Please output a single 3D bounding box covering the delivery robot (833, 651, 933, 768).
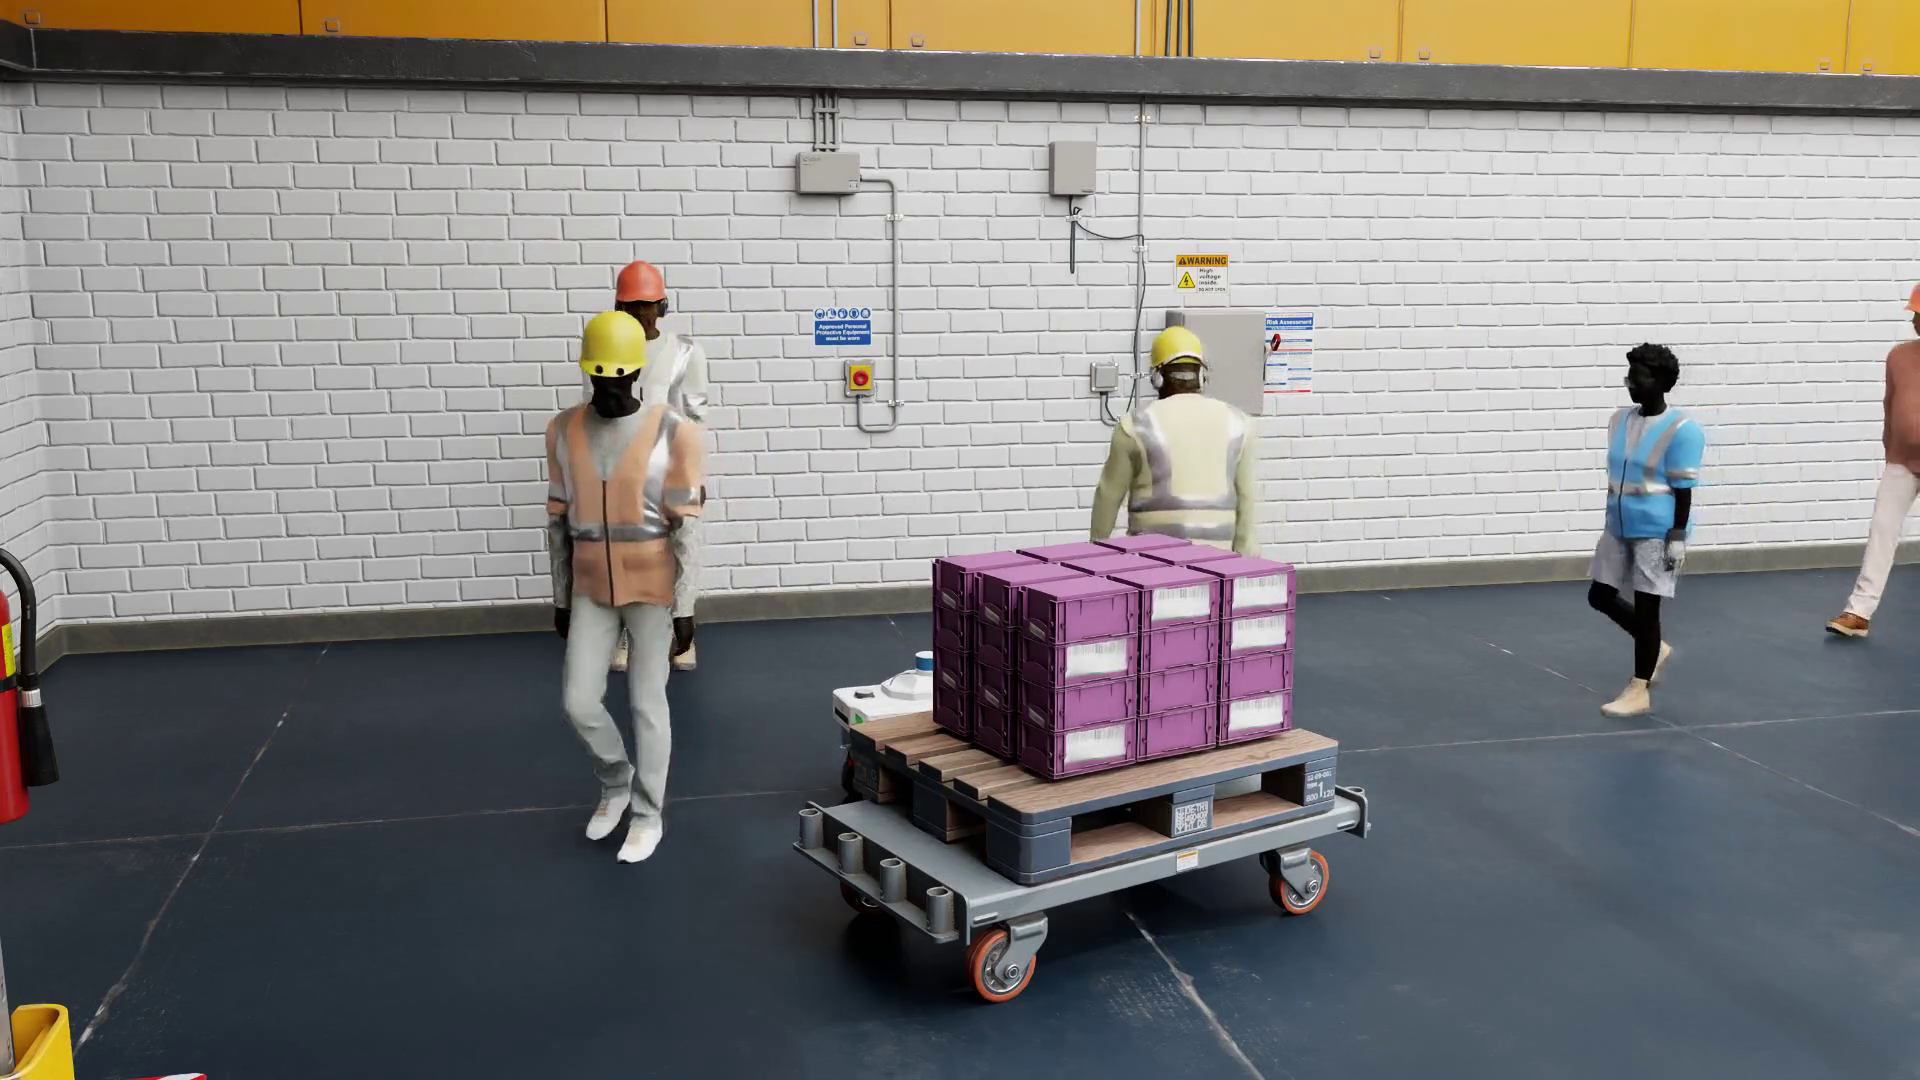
[{"bbox_3d":[-0.121,0.670,6.377,0.707,0.478,0.477,-4,11,-20],"label":"delivery robot"}]

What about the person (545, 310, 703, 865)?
[{"bbox_3d":[-1.152,0.172,5.681,0.585,1.900,0.411,2,10,12],"label":"person"}]

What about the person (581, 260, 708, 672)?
[{"bbox_3d":[-1.537,-0.343,8.164,0.607,2.033,0.418,-1,10,-5],"label":"person"}]

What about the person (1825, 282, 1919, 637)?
[{"bbox_3d":[5.171,-0.431,8.901,1.020,1.941,0.638,-5,11,-24],"label":"person"}]

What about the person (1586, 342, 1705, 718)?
[{"bbox_3d":[3.091,-0.044,7.453,0.428,1.683,0.545,-4,11,-22],"label":"person"}]

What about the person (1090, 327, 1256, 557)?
[{"bbox_3d":[0.836,0.038,6.731,0.621,1.772,0.907,-3,11,-17],"label":"person"}]
